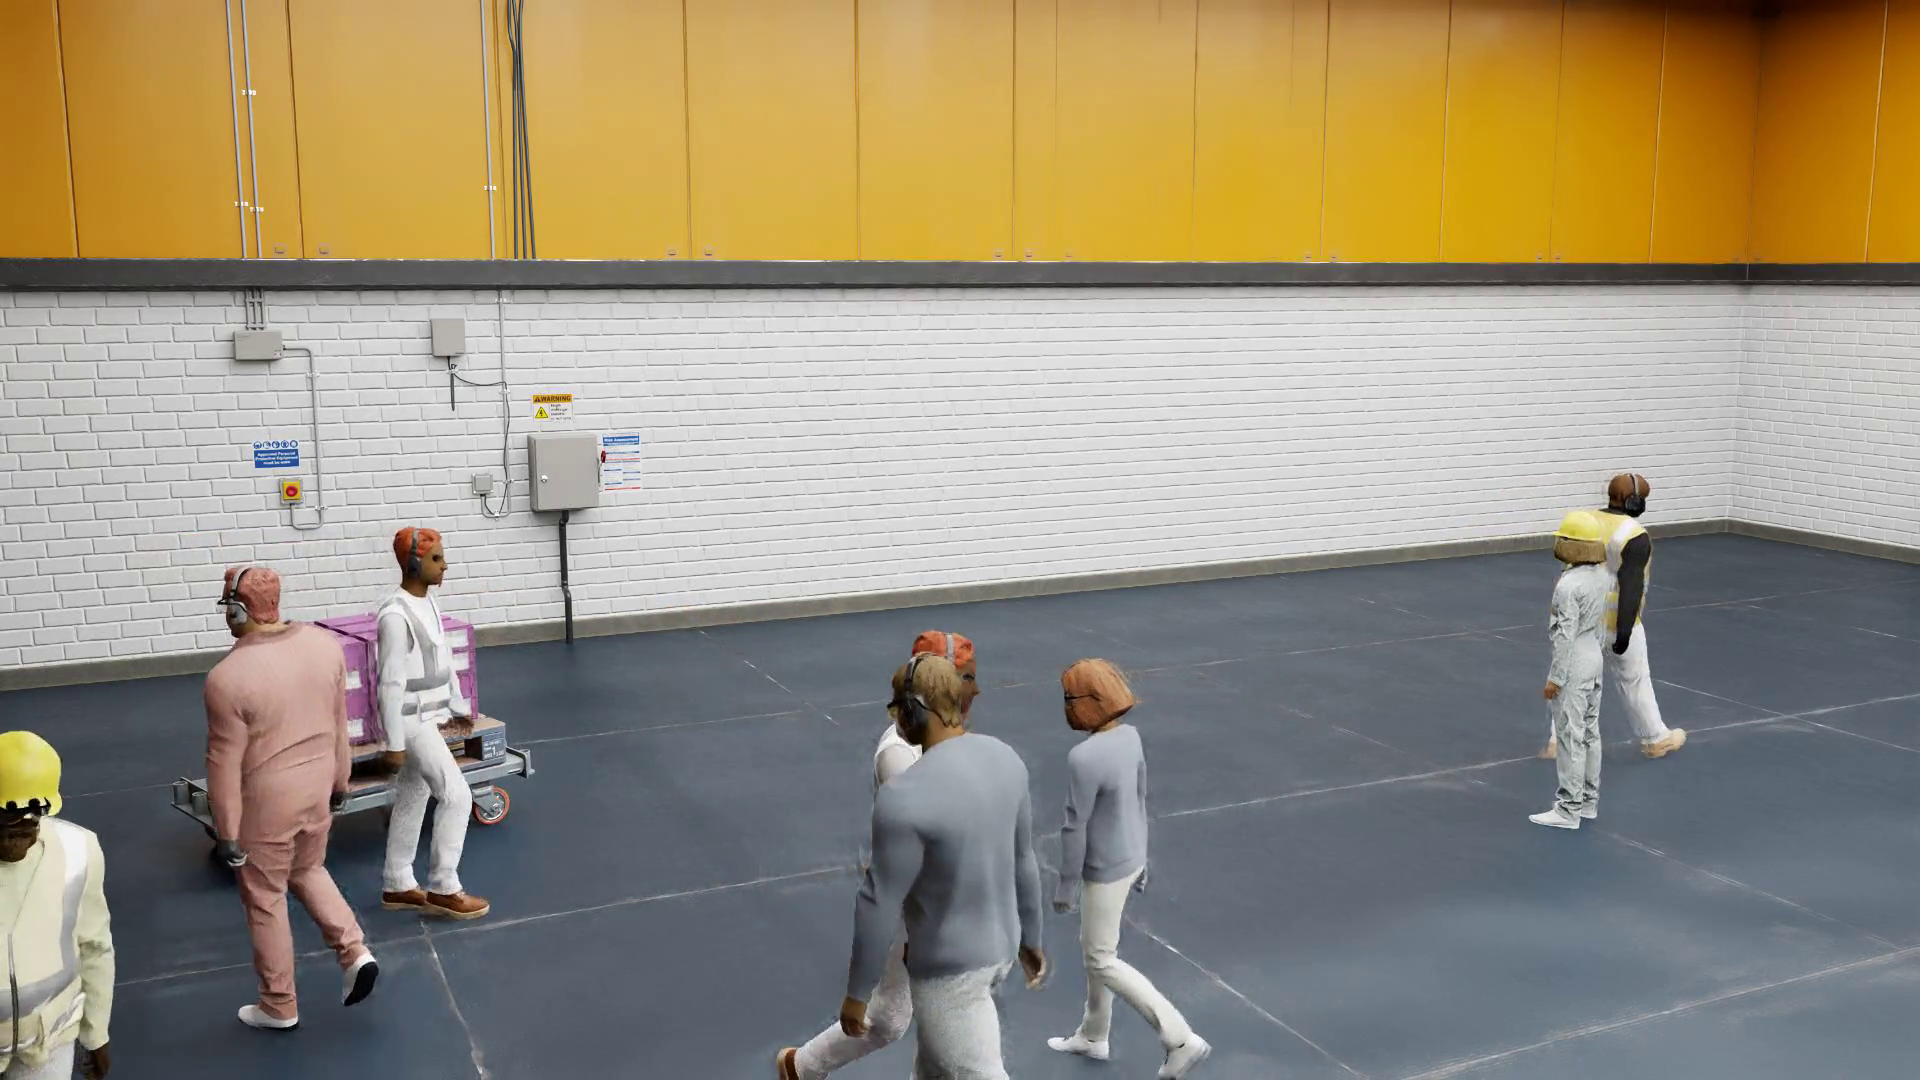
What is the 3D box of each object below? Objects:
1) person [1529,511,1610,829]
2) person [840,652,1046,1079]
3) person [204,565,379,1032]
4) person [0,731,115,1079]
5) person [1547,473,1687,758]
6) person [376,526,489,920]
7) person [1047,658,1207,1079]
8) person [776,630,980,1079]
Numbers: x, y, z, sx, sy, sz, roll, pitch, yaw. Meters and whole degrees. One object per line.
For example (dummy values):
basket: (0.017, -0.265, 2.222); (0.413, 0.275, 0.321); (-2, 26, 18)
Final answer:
person: (3.355, 0.708, 9.119); (0.315, 1.741, 0.500); (9, 12, 43)
person: (-0.086, 1.280, 5.115); (1.023, 1.874, 0.693); (6, 11, 33)
person: (-2.661, 1.033, 6.591); (0.527, 1.897, 0.679); (4, 10, 26)
person: (-2.700, 1.396, 4.653); (0.638, 1.802, 0.546); (-8, 12, -39)
person: (4.109, 0.478, 10.356); (0.925, 1.793, 0.639); (-3, 10, -20)
person: (-2.464, 0.859, 7.803); (0.679, 1.863, 0.590); (-1, 9, -8)
person: (0.621, 1.243, 6.198); (0.620, 1.611, 0.509); (5, 10, 26)
person: (-0.194, 1.216, 5.649); (0.857, 1.843, 0.598); (4, 10, 26)
